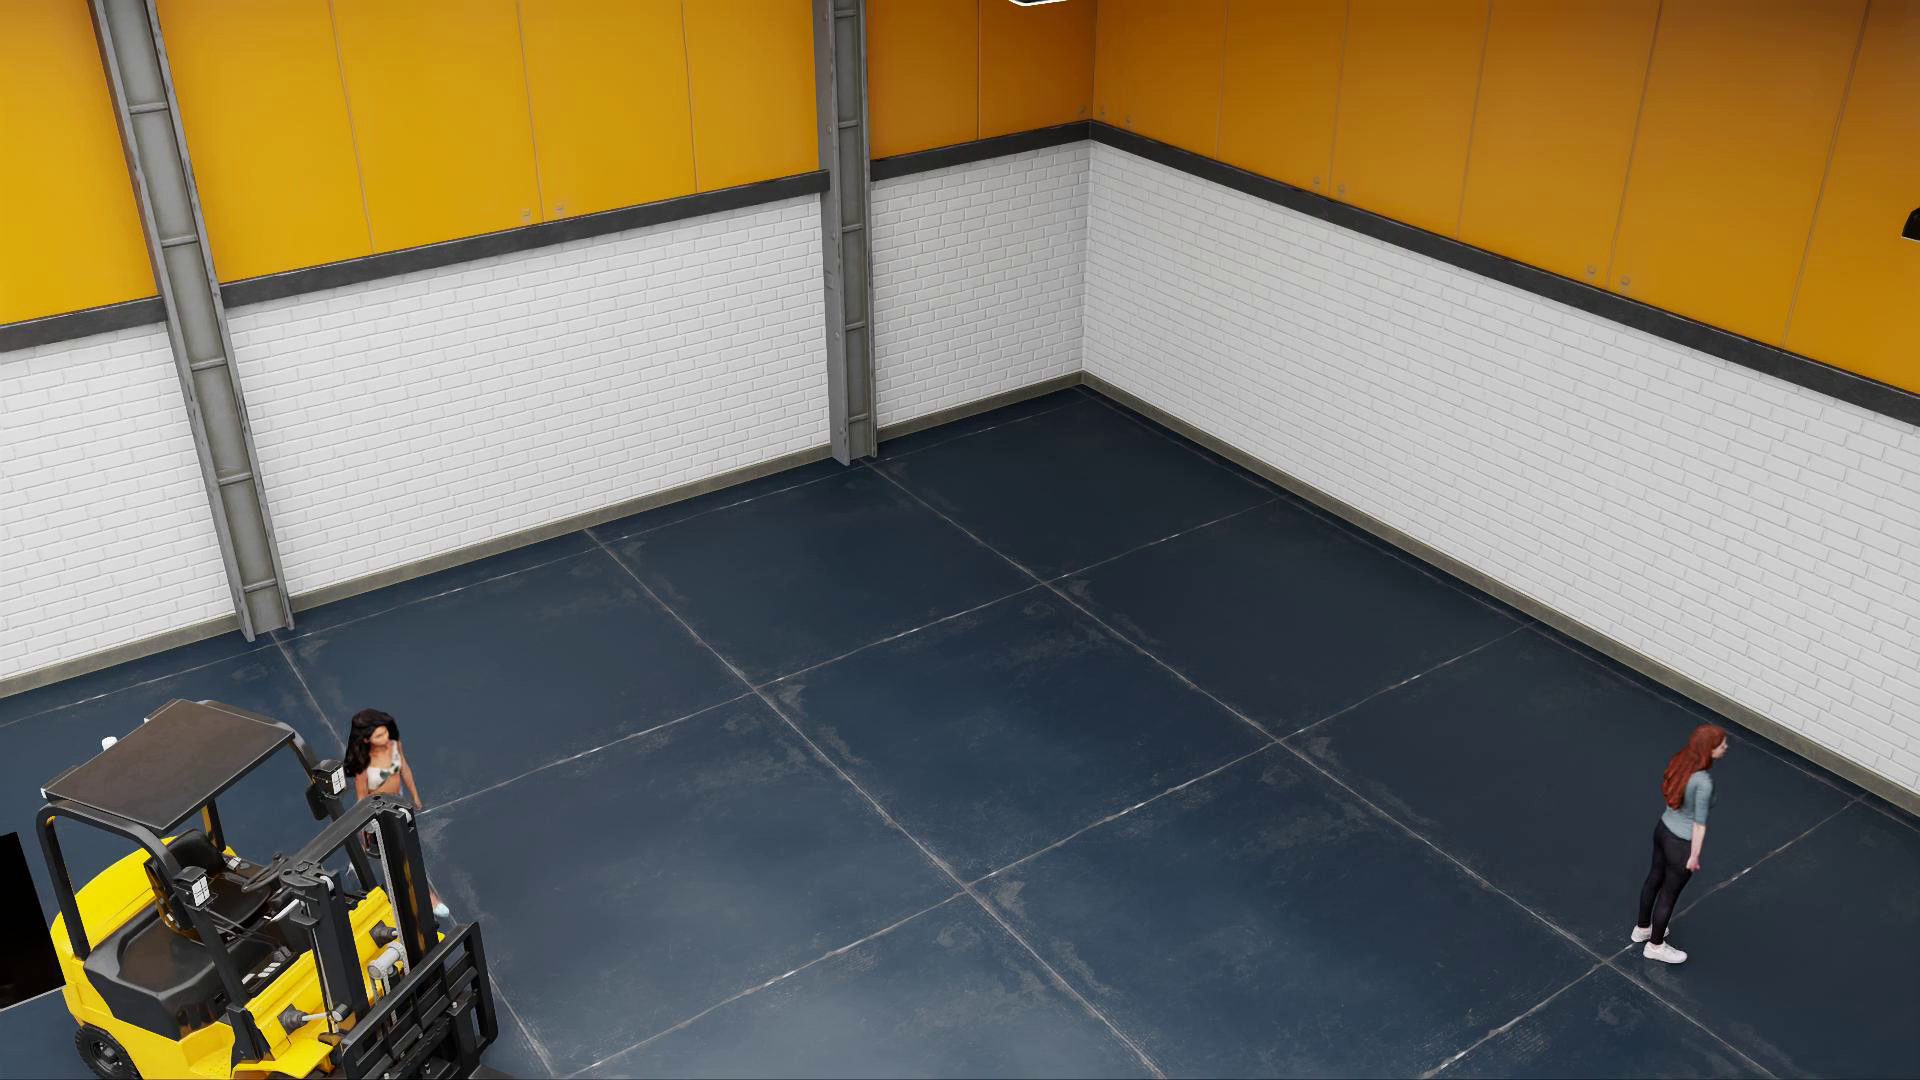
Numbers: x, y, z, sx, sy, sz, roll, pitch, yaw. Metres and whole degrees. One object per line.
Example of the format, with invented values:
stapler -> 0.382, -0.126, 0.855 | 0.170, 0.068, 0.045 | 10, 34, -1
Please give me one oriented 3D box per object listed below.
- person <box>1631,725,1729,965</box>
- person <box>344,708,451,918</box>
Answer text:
person -> 4.561, 1.905, 10.553 | 0.697, 1.742, 0.662 | 0, 29, 0
person -> -3.844, 1.781, 10.954 | 1.015, 1.576, 1.077 | 10, 30, 18
